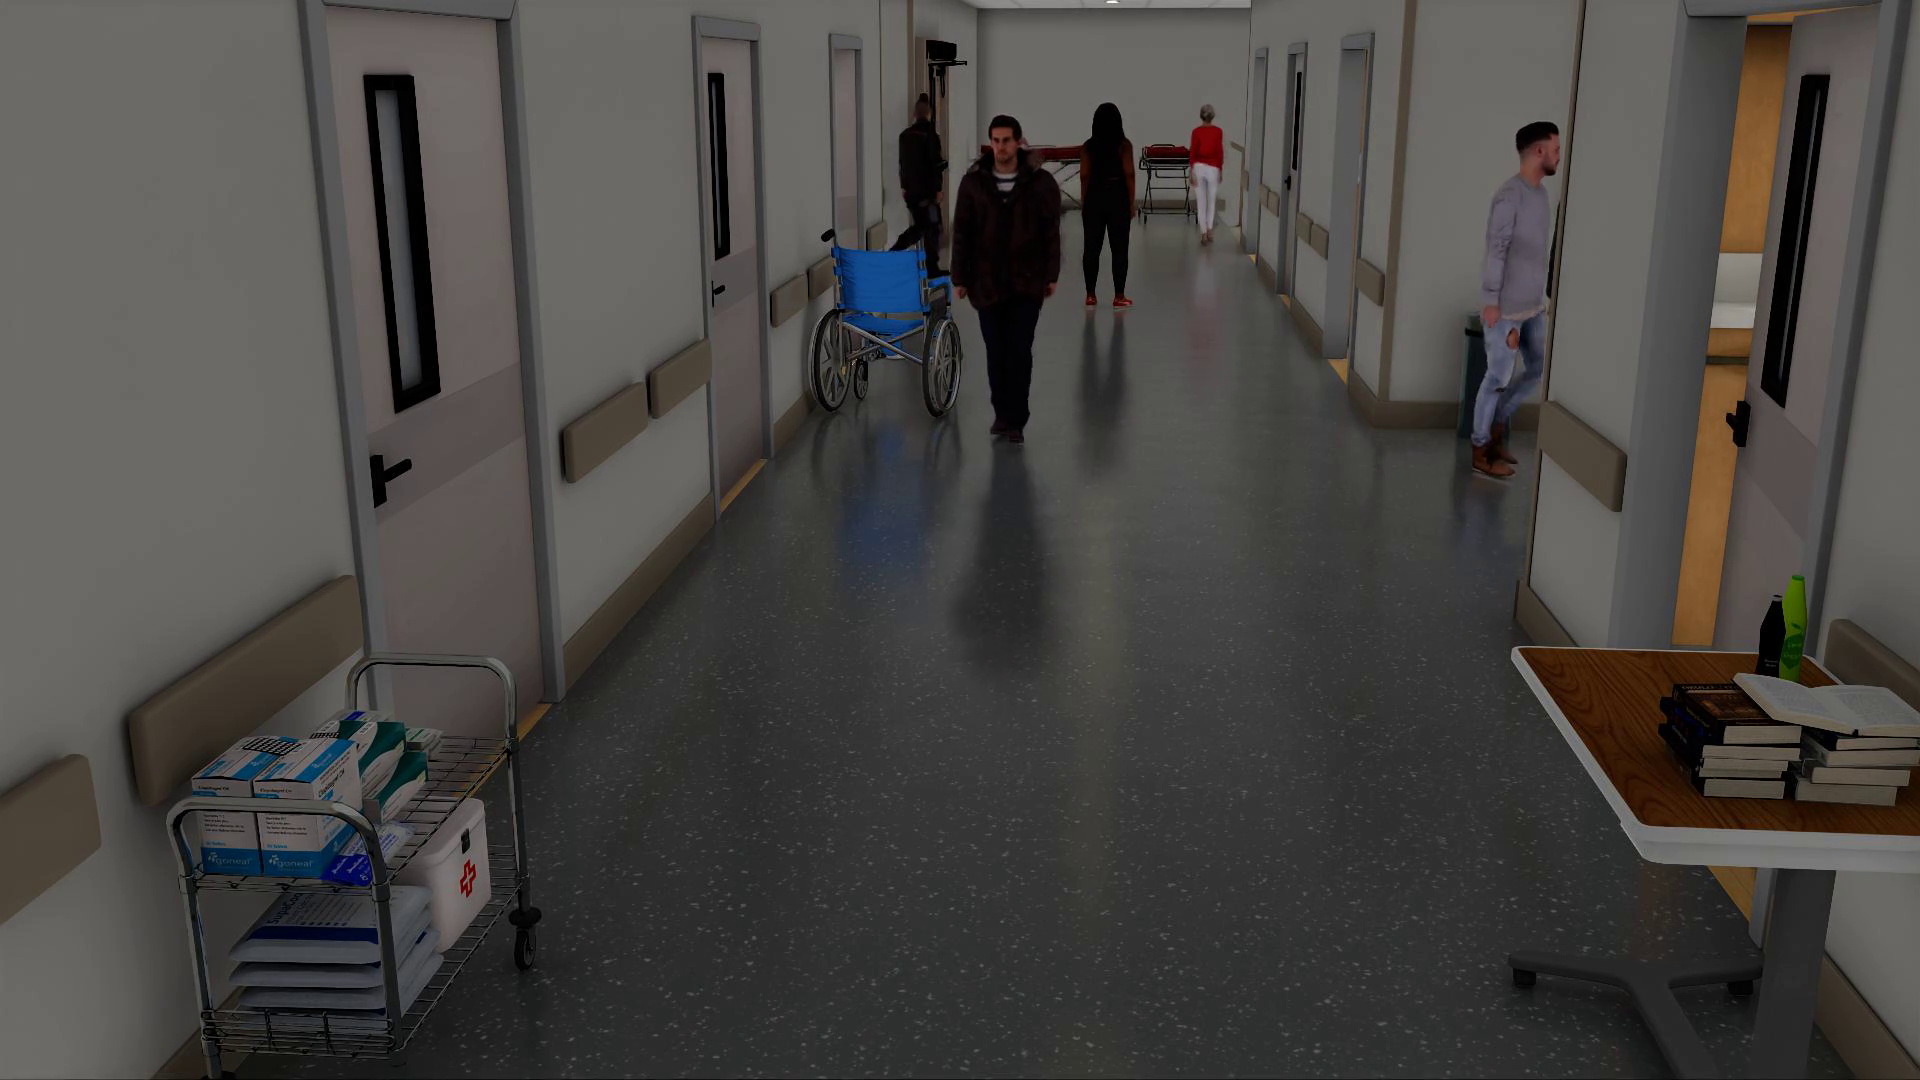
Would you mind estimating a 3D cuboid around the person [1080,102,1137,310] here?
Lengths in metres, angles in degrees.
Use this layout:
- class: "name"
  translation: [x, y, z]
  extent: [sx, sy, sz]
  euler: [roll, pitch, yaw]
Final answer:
- class: "person"
  translation: [1.319, -3.001, 14.928]
  extent: [0.714, 1.813, 0.682]
  euler: [5, 16, 17]

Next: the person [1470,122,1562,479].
- class: "person"
  translation: [2.836, -1.258, 8.734]
  extent: [0.831, 1.819, 0.923]
  euler: [-14, 21, -41]

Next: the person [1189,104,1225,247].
- class: "person"
  translation: [2.993, -4.422, 20.218]
  extent: [0.568, 1.677, 0.804]
  euler: [2, 16, 6]

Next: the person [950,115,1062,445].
- class: "person"
  translation: [0.287, -1.486, 9.539]
  extent: [0.829, 1.822, 0.967]
  euler: [3, 16, 11]

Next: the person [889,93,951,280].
- class: "person"
  translation: [-0.455, -3.597, 16.979]
  extent: [1.069, 1.847, 1.006]
  euler: [-10, 19, -32]
